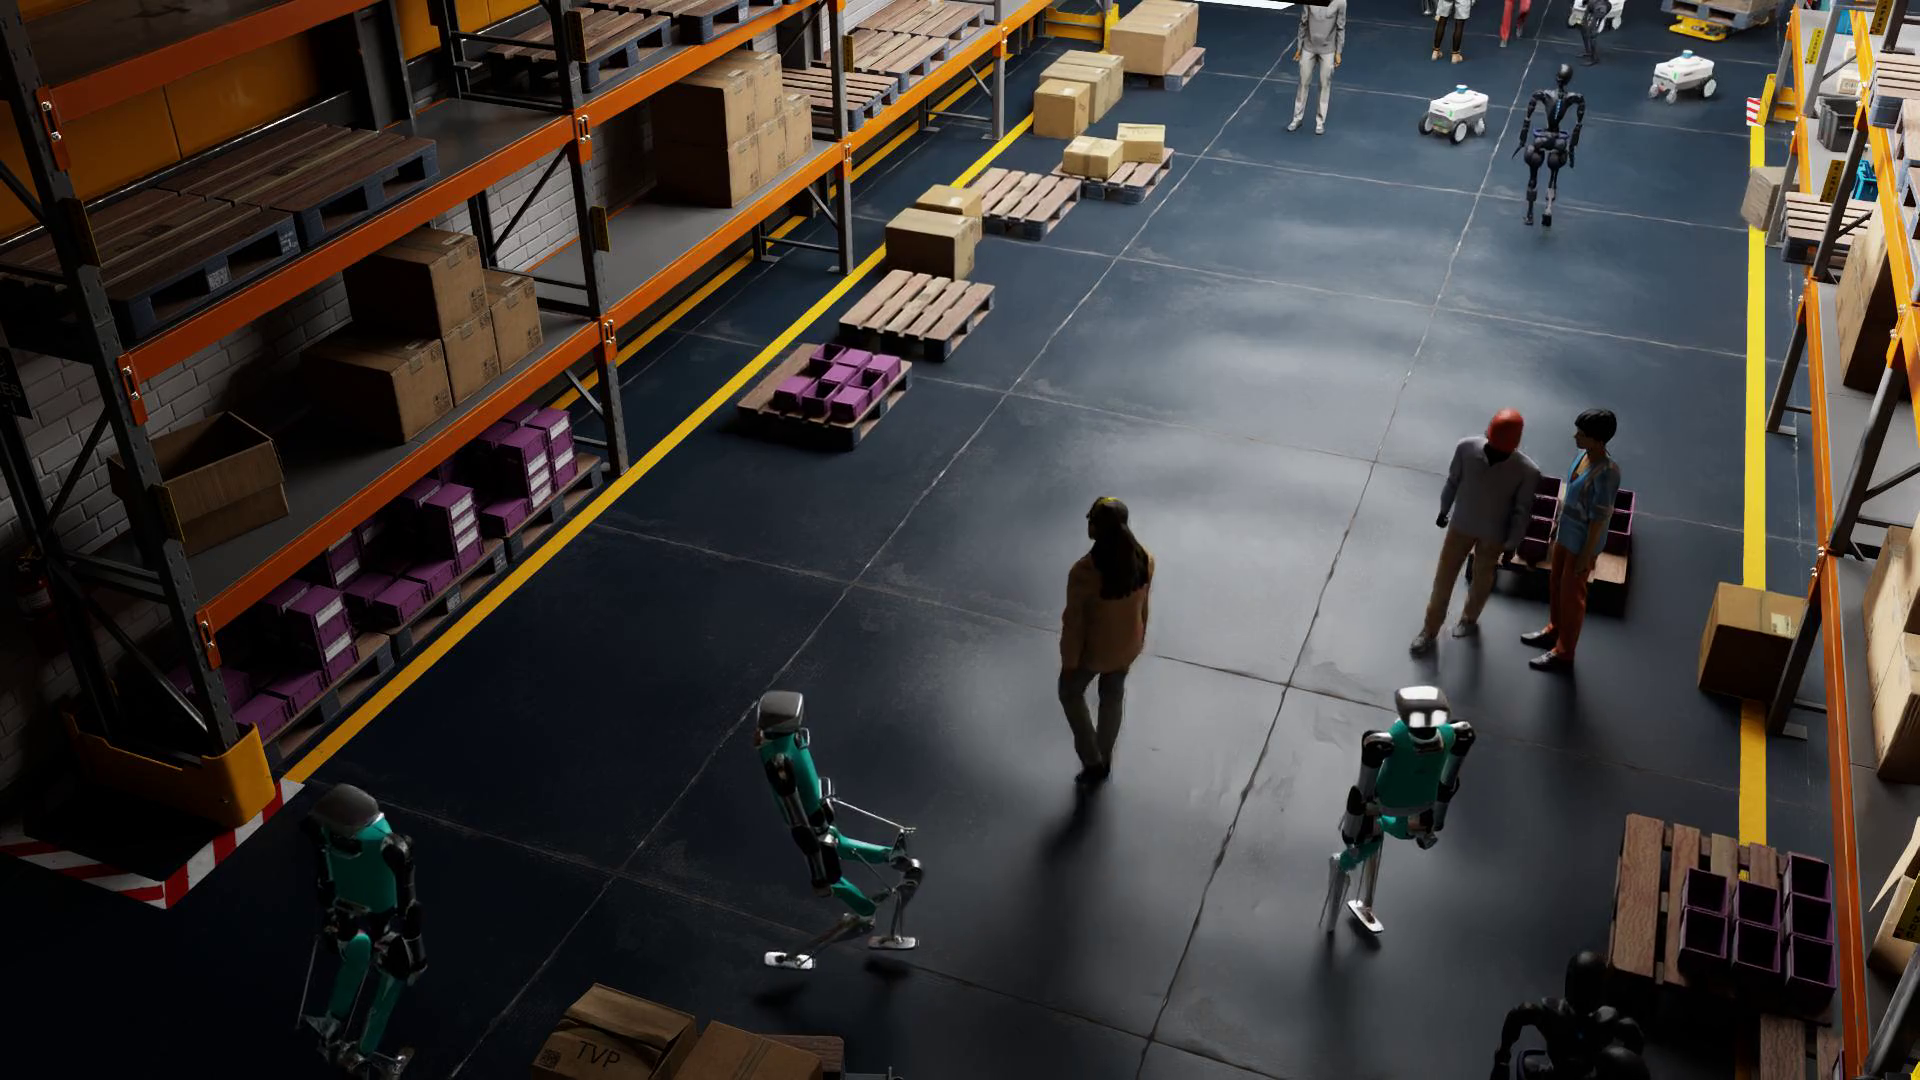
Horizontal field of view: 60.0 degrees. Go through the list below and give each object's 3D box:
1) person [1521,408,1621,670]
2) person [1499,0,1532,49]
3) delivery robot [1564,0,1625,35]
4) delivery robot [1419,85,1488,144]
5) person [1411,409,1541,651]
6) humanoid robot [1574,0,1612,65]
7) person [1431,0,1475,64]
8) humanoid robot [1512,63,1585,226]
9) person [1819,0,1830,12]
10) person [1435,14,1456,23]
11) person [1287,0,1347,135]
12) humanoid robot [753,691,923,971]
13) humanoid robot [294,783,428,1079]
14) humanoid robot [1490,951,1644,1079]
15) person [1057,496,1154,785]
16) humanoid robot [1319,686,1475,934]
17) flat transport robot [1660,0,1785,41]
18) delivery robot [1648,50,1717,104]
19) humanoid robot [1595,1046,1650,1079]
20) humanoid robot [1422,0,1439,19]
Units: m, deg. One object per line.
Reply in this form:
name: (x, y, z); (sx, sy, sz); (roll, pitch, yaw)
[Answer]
person: (3.791, -0.012, 10.238); (0.332, 1.757, 0.507); (0, 33, 0)
person: (7.231, -7.234, 21.425); (0.566, 1.744, 0.451); (10, 34, 14)
delivery robot: (8.564, -7.126, 22.360); (0.791, 0.598, 0.499); (-20, 38, -27)
delivery robot: (5.606, -4.816, 18.799); (0.785, 0.614, 0.516); (-24, 40, -32)
person: (3.187, -0.045, 10.325); (0.583, 1.716, 0.731); (23, 39, 31)
humanoid robot: (7.989, -6.790, 20.816); (0.369, 1.643, 0.604); (-4, 33, -6)
person: (6.240, -6.854, 20.886); (0.532, 1.693, 0.320); (23, 39, 31)
humanoid robot: (5.736, -3.842, 16.252); (0.598, 1.644, 0.511); (6, 33, 9)
person: (10.920, -6.803, 20.650); (0.525, 1.866, 0.391); (14, 35, 20)
person: (6.738, -7.886, 22.402); (0.463, 1.781, 0.305); (-7, 34, -11)
person: (4.027, -5.510, 18.615); (0.534, 1.896, 0.402); (14, 35, 20)
humanoid robot: (-0.481, 1.446, 8.019); (0.994, 1.721, 0.556); (-3, 33, -5)
humanoid robot: (-2.681, 1.974, 7.277); (0.564, 1.892, 0.775); (12, 35, 17)
humanoid robot: (2.430, 2.310, 6.719); (0.601, 1.654, 0.328); (7, 34, 11)
person: (0.798, 0.575, 9.232); (0.573, 1.861, 0.448); (-13, 35, -20)
humanoid robot: (2.069, 1.359, 8.252); (0.539, 1.883, 0.785); (-6, 33, -9)
flat transport robot: (10.256, -7.006, 22.435); (1.431, 0.231, 0.659); (-25, 40, -33)
delivery robot: (8.689, -5.563, 19.955); (0.791, 0.614, 0.499); (-17, 37, -24)
humanoid robot: (2.399, 2.573, 6.321); (0.588, 1.646, 0.363); (-12, 35, -18)
humanoid robot: (6.493, -7.957, 22.619); (0.783, 1.838, 0.539); (-23, 39, -31)
